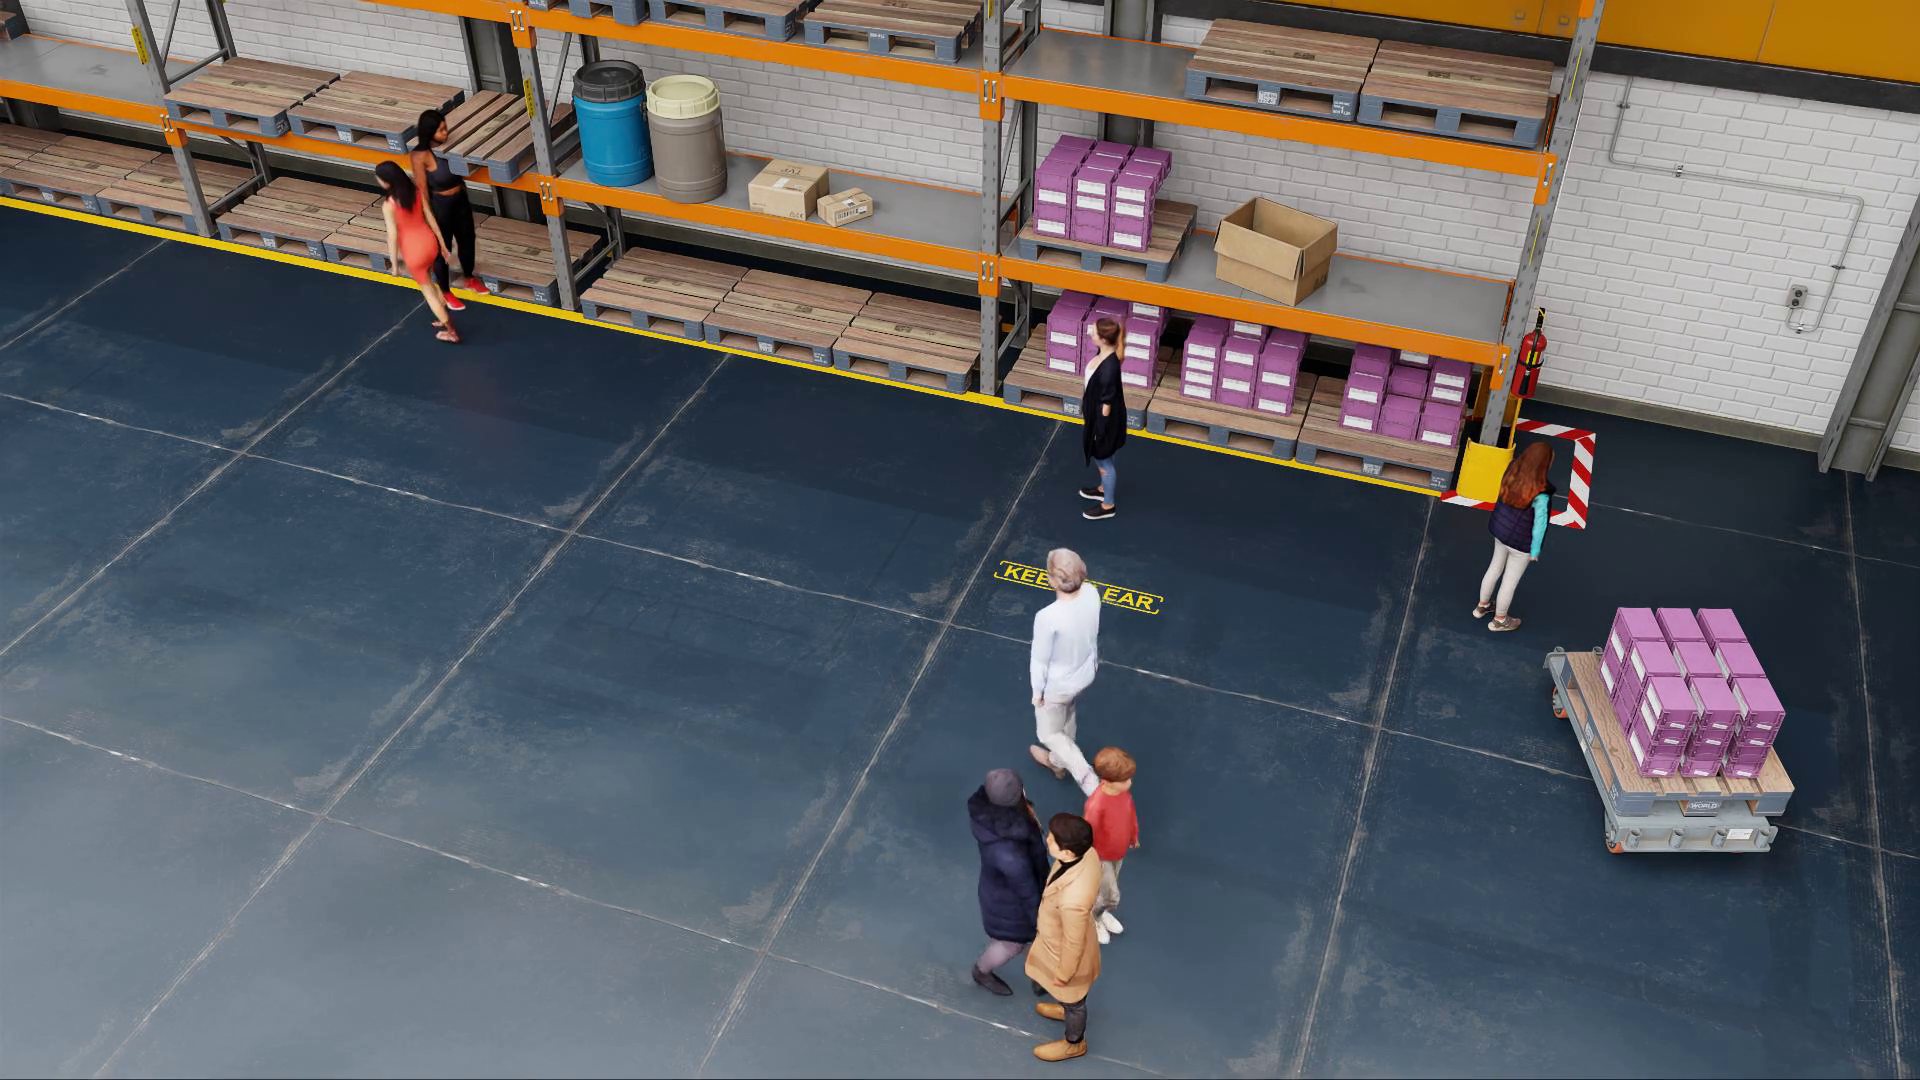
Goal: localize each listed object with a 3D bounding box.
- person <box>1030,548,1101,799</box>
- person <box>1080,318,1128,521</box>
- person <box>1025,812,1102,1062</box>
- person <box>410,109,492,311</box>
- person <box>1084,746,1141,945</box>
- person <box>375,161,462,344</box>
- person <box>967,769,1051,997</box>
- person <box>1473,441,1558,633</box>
[{"bbox_3d":[0.683,0.871,9.795,0.985,1.868,1.189,-29,47,-32],"label":"person"},{"bbox_3d":[1.060,-0.897,12.157,0.658,1.682,0.690,2,39,2],"label":"person"},{"bbox_3d":[0.565,2.020,8.470,0.700,1.726,0.714,4,39,5],"label":"person"},{"bbox_3d":[-4.513,-2.922,14.588,0.691,1.813,0.726,22,44,25],"label":"person"},{"bbox_3d":[0.758,1.650,9.185,0.583,1.411,0.583,27,46,29],"label":"person"},{"bbox_3d":[-4.500,-2.399,14.040,0.660,1.680,0.634,25,45,28],"label":"person"},{"bbox_3d":[0.236,1.859,8.748,0.980,1.630,0.906,3,39,4],"label":"person"},{"bbox_3d":[3.751,-0.040,11.231,0.744,1.499,0.688,-14,41,-17],"label":"person"}]
